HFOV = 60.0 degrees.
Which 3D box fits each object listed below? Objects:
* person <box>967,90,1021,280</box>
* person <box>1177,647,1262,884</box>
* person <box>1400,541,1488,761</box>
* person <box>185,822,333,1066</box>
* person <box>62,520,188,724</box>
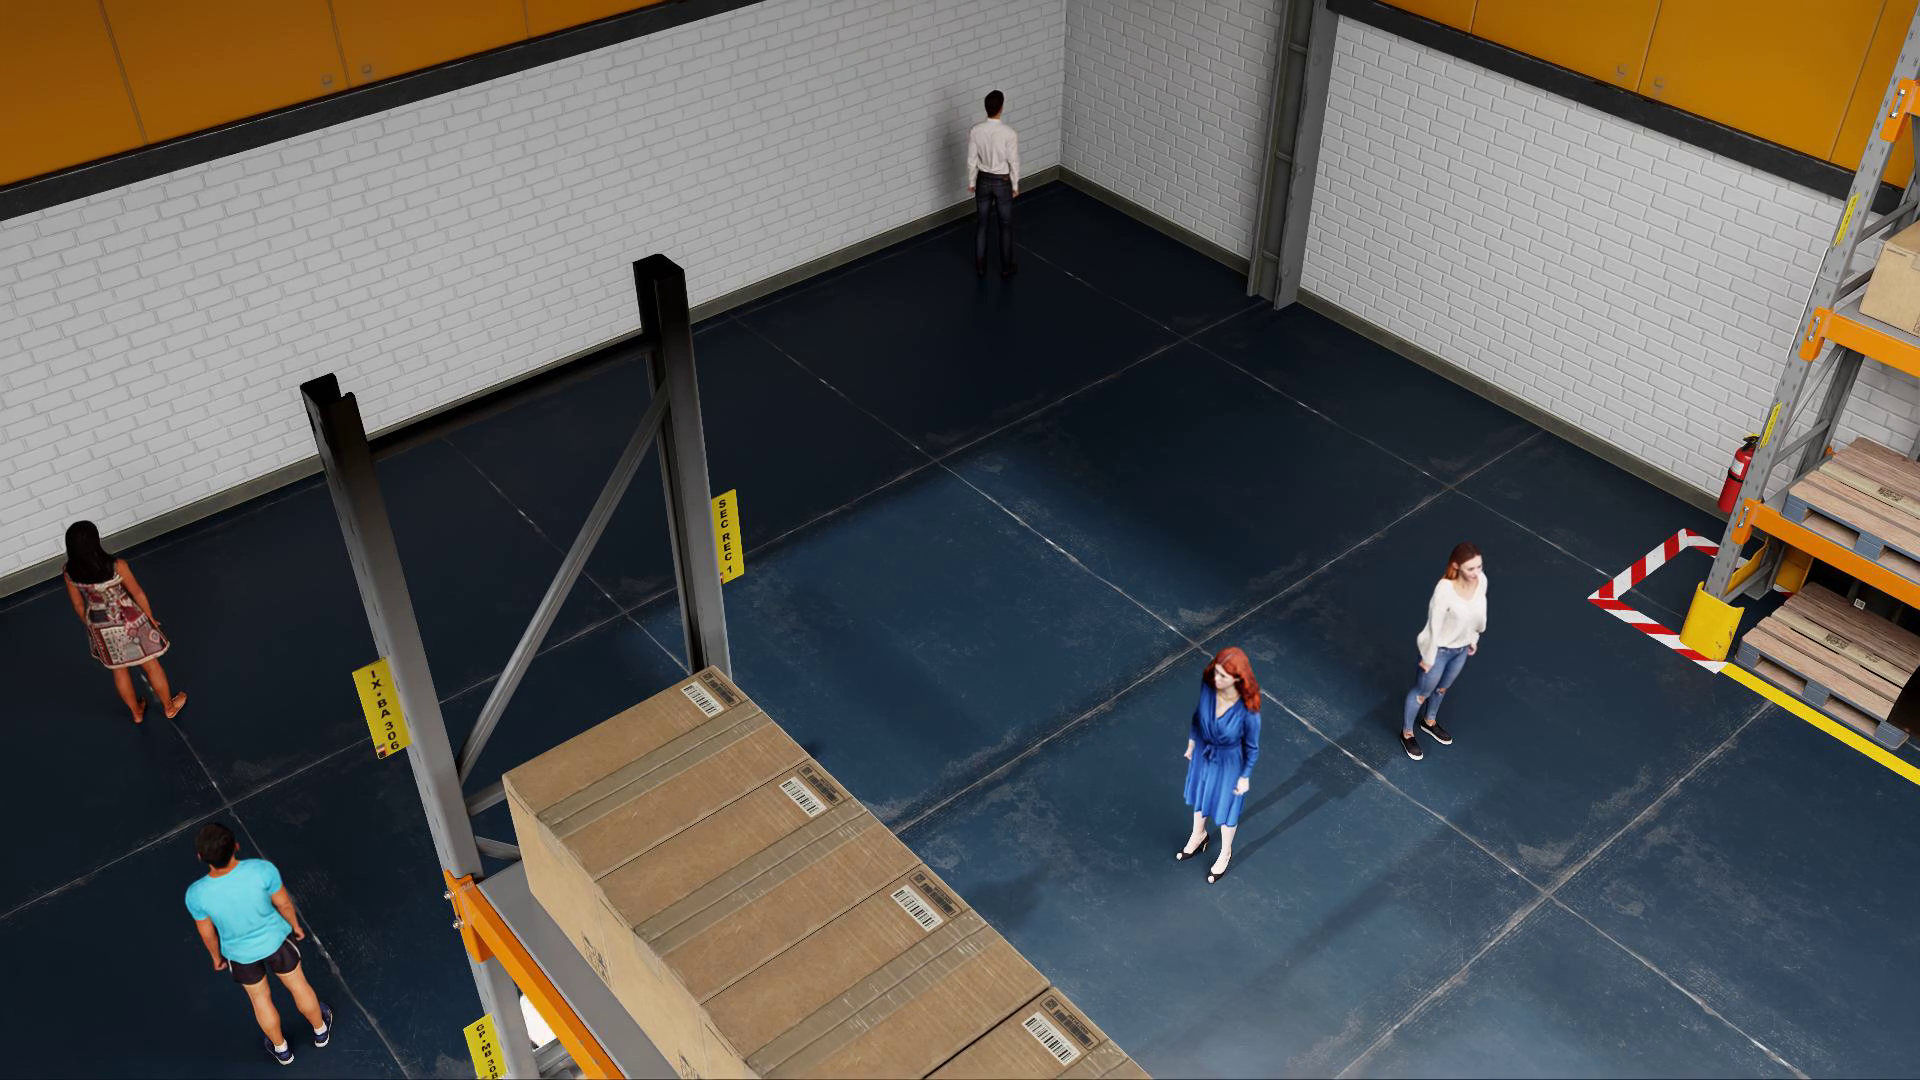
[{"bbox_3d":[0.322,-3.366,15.799,0.689,1.871,0.804,11,40,13],"label":"person"},{"bbox_3d":[1.560,1.342,9.939,0.671,1.827,0.493,-29,47,-31],"label":"person"},{"bbox_3d":[3.163,0.700,10.852,0.658,1.692,0.611,-19,42,-22],"label":"person"},{"bbox_3d":[-3.778,2.172,8.943,0.653,1.773,0.561,-20,43,-23],"label":"person"},{"bbox_3d":[-5.616,0.549,11.079,0.726,1.644,0.716,-6,39,-8],"label":"person"}]
